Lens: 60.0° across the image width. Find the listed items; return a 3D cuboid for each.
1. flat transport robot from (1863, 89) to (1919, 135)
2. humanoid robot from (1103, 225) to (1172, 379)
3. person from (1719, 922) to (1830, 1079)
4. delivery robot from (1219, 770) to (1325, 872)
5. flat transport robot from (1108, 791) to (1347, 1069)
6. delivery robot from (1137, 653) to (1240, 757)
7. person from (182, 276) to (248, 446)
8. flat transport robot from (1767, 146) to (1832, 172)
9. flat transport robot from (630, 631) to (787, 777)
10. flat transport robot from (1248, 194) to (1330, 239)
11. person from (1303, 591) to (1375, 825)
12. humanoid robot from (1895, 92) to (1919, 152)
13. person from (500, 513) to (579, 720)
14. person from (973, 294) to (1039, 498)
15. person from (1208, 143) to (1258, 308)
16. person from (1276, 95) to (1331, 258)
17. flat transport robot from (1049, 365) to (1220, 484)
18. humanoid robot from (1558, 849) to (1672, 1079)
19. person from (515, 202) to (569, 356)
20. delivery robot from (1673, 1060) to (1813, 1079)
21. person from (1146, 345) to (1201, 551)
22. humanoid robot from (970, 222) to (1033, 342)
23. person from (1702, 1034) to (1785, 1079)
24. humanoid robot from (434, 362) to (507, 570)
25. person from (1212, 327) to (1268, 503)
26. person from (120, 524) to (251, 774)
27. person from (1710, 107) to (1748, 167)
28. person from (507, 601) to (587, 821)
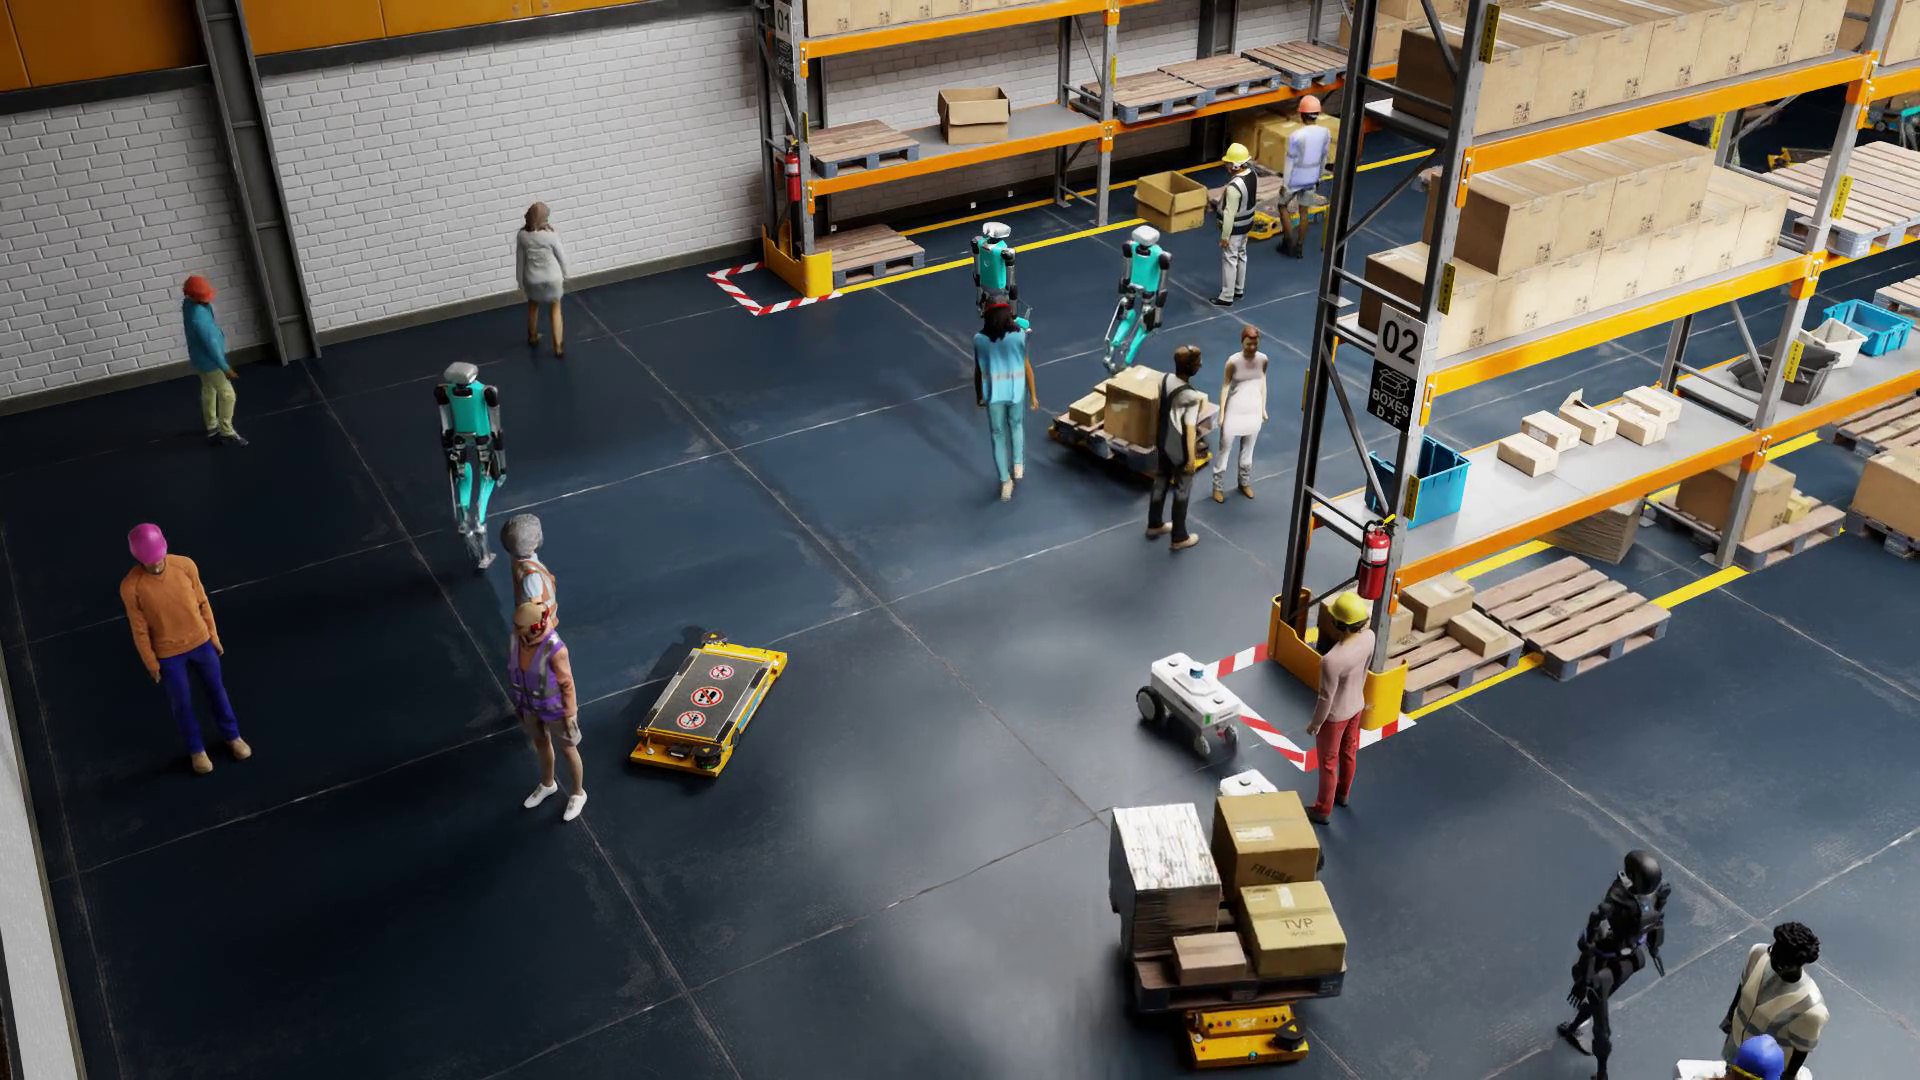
[{"bbox_3d":[13.424,-5.898,23.490,1.431,0.231,0.659,20,37,28],"label":"flat transport robot"},{"bbox_3d":[1.628,-2.103,16.043,0.540,1.786,0.718,25,40,34],"label":"humanoid robot"},{"bbox_3d":[4.140,2.612,8.579,0.320,1.693,0.534,-8,33,-13],"label":"person"},{"bbox_3d":[1.992,1.857,10.848,0.499,0.590,0.793,-14,35,-21],"label":"delivery robot"},{"bbox_3d":[1.577,2.542,10.029,0.659,0.231,1.431,-4,32,-6],"label":"flat transport robot"},{"bbox_3d":[1.675,1.145,12.007,0.499,0.614,0.812,-18,36,-26],"label":"delivery robot"},{"bbox_3d":[-6.961,-1.680,15.411,0.377,1.705,0.624,-18,36,-27],"label":"person"},{"bbox_3d":[11.471,-4.927,21.942,1.431,0.231,0.659,9,33,14],"label":"flat transport robot"},{"bbox_3d":[-1.822,1.184,12.196,0.659,0.231,1.431,8,33,13],"label":"flat transport robot"},{"bbox_3d":[3.988,-4.034,20.517,1.431,0.231,0.659,-21,38,-29],"label":"flat transport robot"},{"bbox_3d":[2.472,1.098,10.923,0.522,1.768,0.310,-28,42,-37],"label":"person"},{"bbox_3d":[12.828,-5.886,22.117,0.773,1.815,0.530,28,41,37],"label":"humanoid robot"},{"bbox_3d":[-3.005,0.570,11.833,0.315,1.690,0.442,-15,35,-22],"label":"person"},{"bbox_3d":[0.395,-1.313,14.708,0.572,1.834,0.769,-3,32,-5],"label":"person"},{"bbox_3d":[2.976,-3.415,18.070,0.403,1.825,0.589,18,36,26],"label":"person"},{"bbox_3d":[3.923,-4.198,19.221,0.584,1.919,0.483,-14,35,-20],"label":"person"},{"bbox_3d":[1.589,-0.939,15.581,1.431,0.231,0.659,26,40,35],"label":"flat transport robot"},{"bbox_3d":[3.617,2.317,9.070,0.610,1.639,0.623,-14,35,-21],"label":"humanoid robot"},{"bbox_3d":[-4.304,-2.699,17.117,0.545,1.624,0.596,-1,32,-1],"label":"person"},{"bbox_3d":[4.233,3.038,8.968,0.795,0.592,0.499,2,32,3],"label":"delivery robot"},{"bbox_3d":[1.808,-0.783,13.857,0.358,1.838,0.520,-18,36,-26],"label":"person"},{"bbox_3d":[0.486,-2.385,16.379,0.533,1.677,0.735,27,41,36],"label":"humanoid robot"},{"bbox_3d":[3.617,3.012,7.919,0.984,1.714,0.527,-20,37,-29],"label":"person"},{"bbox_3d":[-3.995,-0.477,13.521,0.542,1.831,0.791,4,32,6],"label":"humanoid robot"},{"bbox_3d":[2.466,-1.105,14.534,0.461,1.659,0.269,-8,33,-12],"label":"person"},{"bbox_3d":[-5.313,0.724,11.334,0.518,1.972,0.404,-26,40,-35],"label":"person"},{"bbox_3d":[9.580,-5.091,20.770,0.988,1.793,0.589,12,34,18],"label":"person"},{"bbox_3d":[-2.726,1.109,10.974,0.484,1.691,0.349,16,36,24],"label":"person"}]
